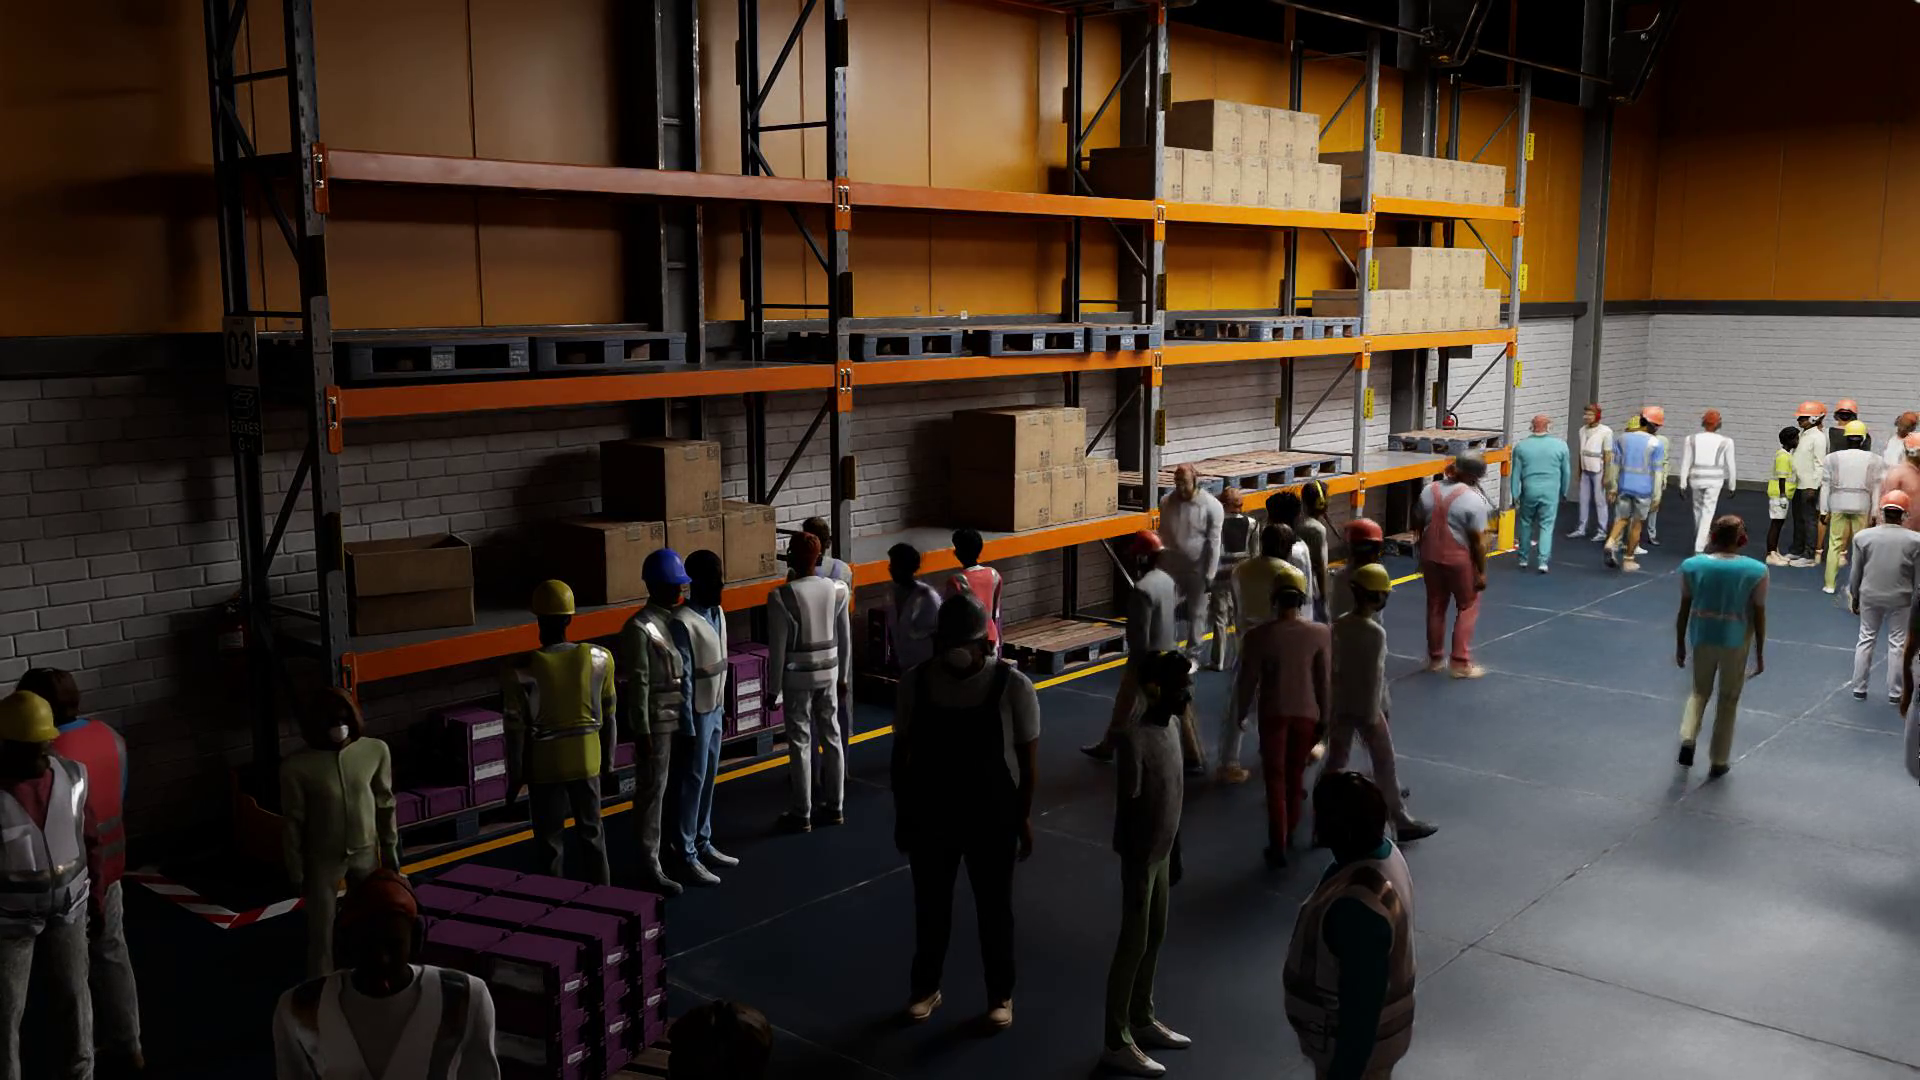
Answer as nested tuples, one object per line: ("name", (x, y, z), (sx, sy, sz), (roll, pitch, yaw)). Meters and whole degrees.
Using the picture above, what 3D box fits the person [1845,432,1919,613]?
("person", (9.451, -0.140, 16.810), (0.609, 1.957, 0.936), (-6, 11, -34))

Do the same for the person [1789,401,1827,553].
("person", (10.777, -0.789, 21.035), (0.387, 1.929, 0.543), (-2, 9, -15))

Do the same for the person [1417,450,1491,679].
("person", (4.308, 0.175, 14.446), (0.536, 2.000, 0.716), (-7, 11, -36))

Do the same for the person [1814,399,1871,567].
("person", (10.602, -0.684, 20.049), (0.612, 2.029, 0.409), (5, 10, 28))

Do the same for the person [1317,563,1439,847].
("person", (2.536, 1.001, 10.070), (0.812, 1.738, 0.539), (-3, 9, -18))

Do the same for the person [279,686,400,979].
("person", (-2.799, 1.454, 7.529), (0.503, 1.630, 0.272), (-7, 11, -39))

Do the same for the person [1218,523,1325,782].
("person", (2.134, 0.768, 11.477), (1.007, 1.785, 0.636), (-8, 12, -43))

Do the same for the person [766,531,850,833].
("person", (-0.947, 0.882, 10.395), (0.576, 1.881, 0.352), (-6, 11, -34))

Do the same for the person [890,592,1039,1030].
("person", (-0.009, 1.235, 7.610), (0.695, 2.000, 0.536), (2, 9, 11))

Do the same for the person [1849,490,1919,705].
("person", (7.562, 0.460, 13.556), (0.565, 1.744, 0.350), (8, 12, 40))

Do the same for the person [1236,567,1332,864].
("person", (1.921, 1.025, 9.922), (0.537, 1.741, 0.601), (-1, 9, -4))

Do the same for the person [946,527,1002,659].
("person", (0.079, 0.752, 11.847), (0.320, 1.692, 0.532), (8, 12, 41))

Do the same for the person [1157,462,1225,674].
("person", (1.960, 0.256, 14.447), (0.642, 1.882, 0.541), (5, 10, 29))

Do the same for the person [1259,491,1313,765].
("person", (2.310, 0.629, 11.766), (0.365, 1.962, 0.610), (2, 9, 10))

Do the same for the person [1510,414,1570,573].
("person", (6.866, -0.556, 19.702), (0.667, 1.883, 0.734), (3, 9, 20))

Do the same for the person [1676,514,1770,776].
("person", (5.280, 0.736, 11.541), (0.565, 1.829, 0.436), (7, 11, 38))

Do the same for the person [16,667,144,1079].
("person", (-3.754, 1.435, 7.011), (0.434, 1.833, 0.627), (2, 9, 10))

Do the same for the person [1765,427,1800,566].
("person", (9.958, -0.533, 20.148), (0.320, 1.694, 0.534), (5, 10, 30))

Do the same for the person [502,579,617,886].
("person", (-2.036, 1.156, 8.485), (0.585, 1.929, 0.375), (-5, 10, -31))

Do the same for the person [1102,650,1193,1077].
("person", (0.840, 1.384, 7.251), (0.330, 1.861, 0.506), (5, 10, 29))

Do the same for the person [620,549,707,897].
("person", (-1.668, 1.007, 9.369), (0.385, 1.948, 0.615), (3, 9, 18))

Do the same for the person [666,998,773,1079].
("person", (-0.489, 1.927, 3.830), (0.349, 1.837, 0.503), (-2, 9, -13))

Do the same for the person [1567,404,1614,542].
("person", (8.380, -0.886, 21.968), (0.426, 1.834, 0.563), (-3, 9, -18))

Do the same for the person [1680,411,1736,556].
("person", (9.320, -0.690, 20.697), (0.603, 1.827, 1.004), (6, 11, 36))

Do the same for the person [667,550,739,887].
("person", (-1.504, 0.998, 9.537), (0.370, 1.916, 0.597), (2, 9, 12))

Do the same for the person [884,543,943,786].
("person", (-0.351, 0.843, 11.358), (0.642, 1.662, 0.554), (-7, 11, -39))

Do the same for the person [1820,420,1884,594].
("person", (9.734, -0.347, 18.204), (0.587, 1.920, 0.396), (5, 10, 27))

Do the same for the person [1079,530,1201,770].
("person", (1.311, 0.771, 11.691), (0.904, 1.700, 0.586), (6, 11, 33))

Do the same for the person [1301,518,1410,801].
("person", (2.518, 0.802, 10.907), (0.876, 1.895, 0.541), (-4, 10, -26))

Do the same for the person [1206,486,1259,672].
("person", (2.382, 0.348, 14.621), (0.512, 1.641, 0.307), (-1, 9, -9))

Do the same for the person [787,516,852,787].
("person", (-0.959, 0.756, 11.369), (0.508, 1.839, 0.342), (-7, 11, -39))

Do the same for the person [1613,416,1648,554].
("person", (8.513, -0.699, 21.043), (0.299, 1.743, 0.493), (-4, 10, -23))

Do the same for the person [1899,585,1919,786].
("person", (5.882, 0.905, 9.739), (0.597, 2.000, 0.701), (-8, 12, -44))

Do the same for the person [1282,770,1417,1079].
("person", (1.285, 1.660, 5.525), (0.430, 1.841, 0.624), (3, 9, 18))

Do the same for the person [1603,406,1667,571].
("person", (7.914, -0.584, 19.526), (0.633, 1.991, 0.649), (-7, 11, -37))

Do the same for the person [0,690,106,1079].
("person", (-3.713, 1.491, 6.660), (0.403, 1.826, 0.593), (6, 11, 36))

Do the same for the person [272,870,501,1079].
("person", (-1.545, 1.798, 4.558), (0.588, 1.872, 0.377), (-1, 9, -9))

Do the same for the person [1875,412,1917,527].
("person", (11.513, -0.663, 20.534), (0.455, 1.846, 0.679), (0, 9, -3))

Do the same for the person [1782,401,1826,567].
("person", (10.196, -0.675, 20.080), (0.377, 1.995, 0.612), (0, 9, 1))
